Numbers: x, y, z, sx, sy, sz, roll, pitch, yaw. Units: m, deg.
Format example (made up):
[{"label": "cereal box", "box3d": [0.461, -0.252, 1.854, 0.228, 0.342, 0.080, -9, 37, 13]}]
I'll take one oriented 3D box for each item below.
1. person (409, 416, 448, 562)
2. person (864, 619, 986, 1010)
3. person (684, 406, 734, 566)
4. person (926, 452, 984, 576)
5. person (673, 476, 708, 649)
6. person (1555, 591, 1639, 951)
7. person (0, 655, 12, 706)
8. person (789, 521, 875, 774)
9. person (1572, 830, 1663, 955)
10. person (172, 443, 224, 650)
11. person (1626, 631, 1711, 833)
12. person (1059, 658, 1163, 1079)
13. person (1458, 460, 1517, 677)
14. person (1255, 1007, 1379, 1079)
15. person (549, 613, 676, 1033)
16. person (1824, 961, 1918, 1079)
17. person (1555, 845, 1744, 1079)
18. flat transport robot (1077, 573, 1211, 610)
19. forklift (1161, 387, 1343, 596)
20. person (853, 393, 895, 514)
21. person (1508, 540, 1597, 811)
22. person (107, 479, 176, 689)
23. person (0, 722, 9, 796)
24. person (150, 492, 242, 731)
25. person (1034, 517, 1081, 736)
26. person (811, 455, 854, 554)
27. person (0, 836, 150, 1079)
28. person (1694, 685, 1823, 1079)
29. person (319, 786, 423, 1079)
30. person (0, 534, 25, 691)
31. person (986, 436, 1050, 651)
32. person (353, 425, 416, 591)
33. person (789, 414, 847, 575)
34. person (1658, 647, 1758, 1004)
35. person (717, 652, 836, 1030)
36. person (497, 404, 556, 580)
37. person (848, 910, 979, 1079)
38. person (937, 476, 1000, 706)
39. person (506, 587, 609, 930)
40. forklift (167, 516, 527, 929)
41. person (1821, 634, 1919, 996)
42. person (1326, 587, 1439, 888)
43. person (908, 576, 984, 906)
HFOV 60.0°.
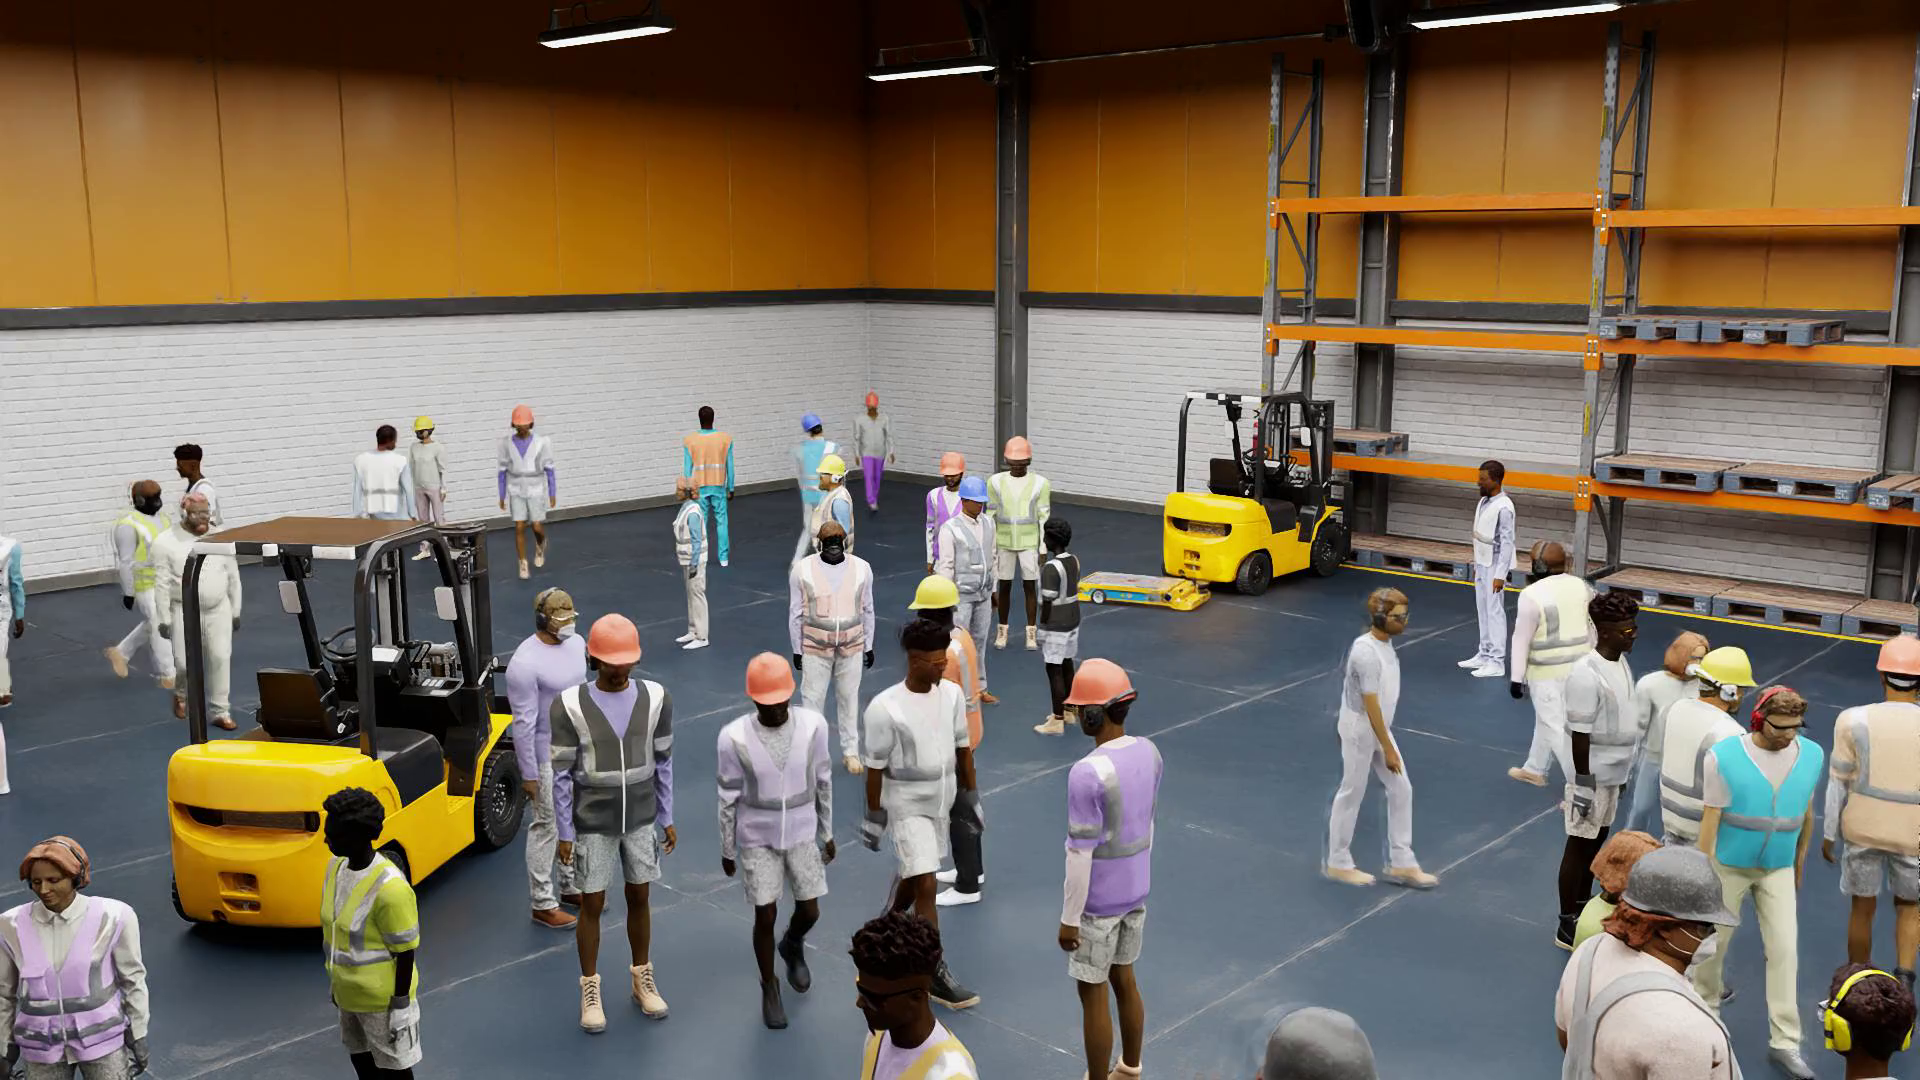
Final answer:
[{"label": "person", "box3d": [-6.416, -0.614, 20.028, 0.532, 1.766, 0.322, 4, 11, 20]}, {"label": "person", "box3d": [-0.188, 1.336, 8.507, 0.613, 1.922, 0.935, -9, 14, -43]}, {"label": "person", "box3d": [-2.967, -0.629, 19.705, 0.590, 1.911, 0.401, -2, 10, -13]}, {"label": "person", "box3d": [-0.056, 0.148, 15.217, 0.543, 1.931, 0.388, 3, 10, 15]}, {"label": "person", "box3d": [-2.532, 0.209, 15.694, 0.315, 1.641, 0.514, -3, 10, -17]}, {"label": "person", "box3d": [3.430, 1.235, 8.923, 0.366, 1.967, 0.603, 8, 13, 38]}, {"label": "person", "box3d": [-8.049, 0.459, 13.708, 0.593, 1.847, 0.425, 9, 13, 41]}, {"label": "person", "box3d": [-0.909, 0.773, 11.913, 0.622, 1.845, 0.429, -3, 10, -14]}, {"label": "person", "box3d": [2.467, 1.868, 6.300, 0.499, 1.624, 0.304, -8, 13, -39]}, {"label": "person", "box3d": [-7.141, 0.056, 15.680, 0.399, 1.954, 0.627, -7, 12, -34]}, {"label": "person", "box3d": [4.134, 1.276, 9.762, 0.565, 1.598, 0.623, 2, 10, 12]}, {"label": "person", "box3d": [0.612, 1.510, 7.181, 0.411, 2.033, 0.613, 7, 12, 36]}, {"label": "person", "box3d": [4.697, 0.247, 14.692, 0.376, 1.915, 0.600, 0, 10, -2]}, {"label": "person", "box3d": [0.834, 2.051, 4.068, 1.042, 2.000, 0.696, 9, 13, 40]}, {"label": "person", "box3d": [-1.658, 1.351, 8.055, 0.607, 2.041, 0.377, -5, 11, -28]}, {"label": "person", "box3d": [2.409, 2.063, 4.540, 0.510, 1.857, 0.324, -2, 10, -11]}, {"label": "person", "box3d": [2.087, 1.887, 5.002, 0.536, 2.000, 0.681, -1, 10, -3]}, {"label": "flat transport robot", "box3d": [1.892, 0.532, 17.751, 1.431, 0.197, 0.652, 5, 11, 25]}, {"label": "forklift", "box3d": [3.298, -0.608, 18.767, 1.214, 2.155, 2.313, 9, 13, 42]}, {"label": "person", "box3d": [-1.227, -1.250, 23.814, 0.560, 1.703, 0.901, -3, 10, -17]}, {"label": "person", "box3d": [4.092, 0.909, 11.323, 0.644, 1.799, 0.924, -5, 11, -27]}, {"label": "person", "box3d": [-7.024, 0.373, 14.302, 0.813, 1.824, 0.630, 1, 10, 7]}, {"label": "person", "box3d": [-6.714, 0.857, 11.226, 0.390, 1.918, 0.580, -1, 10, -7]}, {"label": "person", "box3d": [-5.956, 0.553, 13.023, 0.658, 1.887, 0.555, -9, 14, -42]}, {"label": "person", "box3d": [0.766, 0.664, 12.950, 0.317, 1.695, 0.537, 5, 11, 24]}, {"label": "person", "box3d": [-1.209, 0.103, 15.738, 0.404, 1.837, 0.593, -3, 10, -15]}, {"label": "person", "box3d": [-3.282, 1.883, 6.165, 0.521, 1.639, 0.311, -3, 10, -15]}, {"label": "person", "box3d": [3.686, 1.535, 7.680, 0.577, 1.806, 0.674, 0, 10, -2]}, {"label": "person", "box3d": [-2.325, 1.784, 6.555, 0.540, 1.698, 0.317, 8, 13, 40]}, {"label": "person", "box3d": [-7.631, 0.567, 12.949, 0.634, 1.899, 0.881, -5, 11, -24]}, {"label": "person", "box3d": [0.531, 0.039, 15.558, 0.603, 2.035, 0.408, 2, 10, 9]}, {"label": "person", "box3d": [-6.207, -0.314, 18.029, 0.628, 1.865, 0.747, 0, 10, 0]}, {"label": "person", "box3d": [-1.587, -0.497, 19.017, 0.651, 1.893, 0.574, 5, 11, 25]}, {"label": "person", "box3d": [3.720, 1.420, 8.307, 0.403, 1.817, 0.605, -2, 10, -13]}, {"label": "person", "box3d": [-0.885, 1.423, 8.043, 0.576, 1.901, 0.642, -3, 10, -17]}, {"label": "person", "box3d": [-4.946, -0.558, 18.978, 0.639, 2.016, 0.602, -1, 10, -5]}, {"label": "person", "box3d": [-0.131, 1.981, 4.711, 0.373, 1.958, 0.597, -4, 11, -22]}, {"label": "person", "box3d": [0.087, 0.434, 13.574, 0.601, 1.940, 0.407, -10, 14, -44]}, {"label": "person", "box3d": [-2.242, 1.201, 9.245, 0.384, 1.930, 0.634, 4, 11, 20]}, {"label": "forklift", "box3d": [-3.583, 0.976, 9.748, 1.214, 2.155, 2.313, 2, 10, 11]}, {"label": "person", "box3d": [4.484, 1.416, 8.032, 0.561, 1.919, 0.540, 5, 11, 26]}, {"label": "person", "box3d": [2.494, 1.178, 9.668, 0.765, 1.816, 0.503, 7, 12, 35]}, {"label": "person", "box3d": [-0.081, 1.146, 9.605, 0.427, 1.913, 0.599, 1, 10, 6]}]
